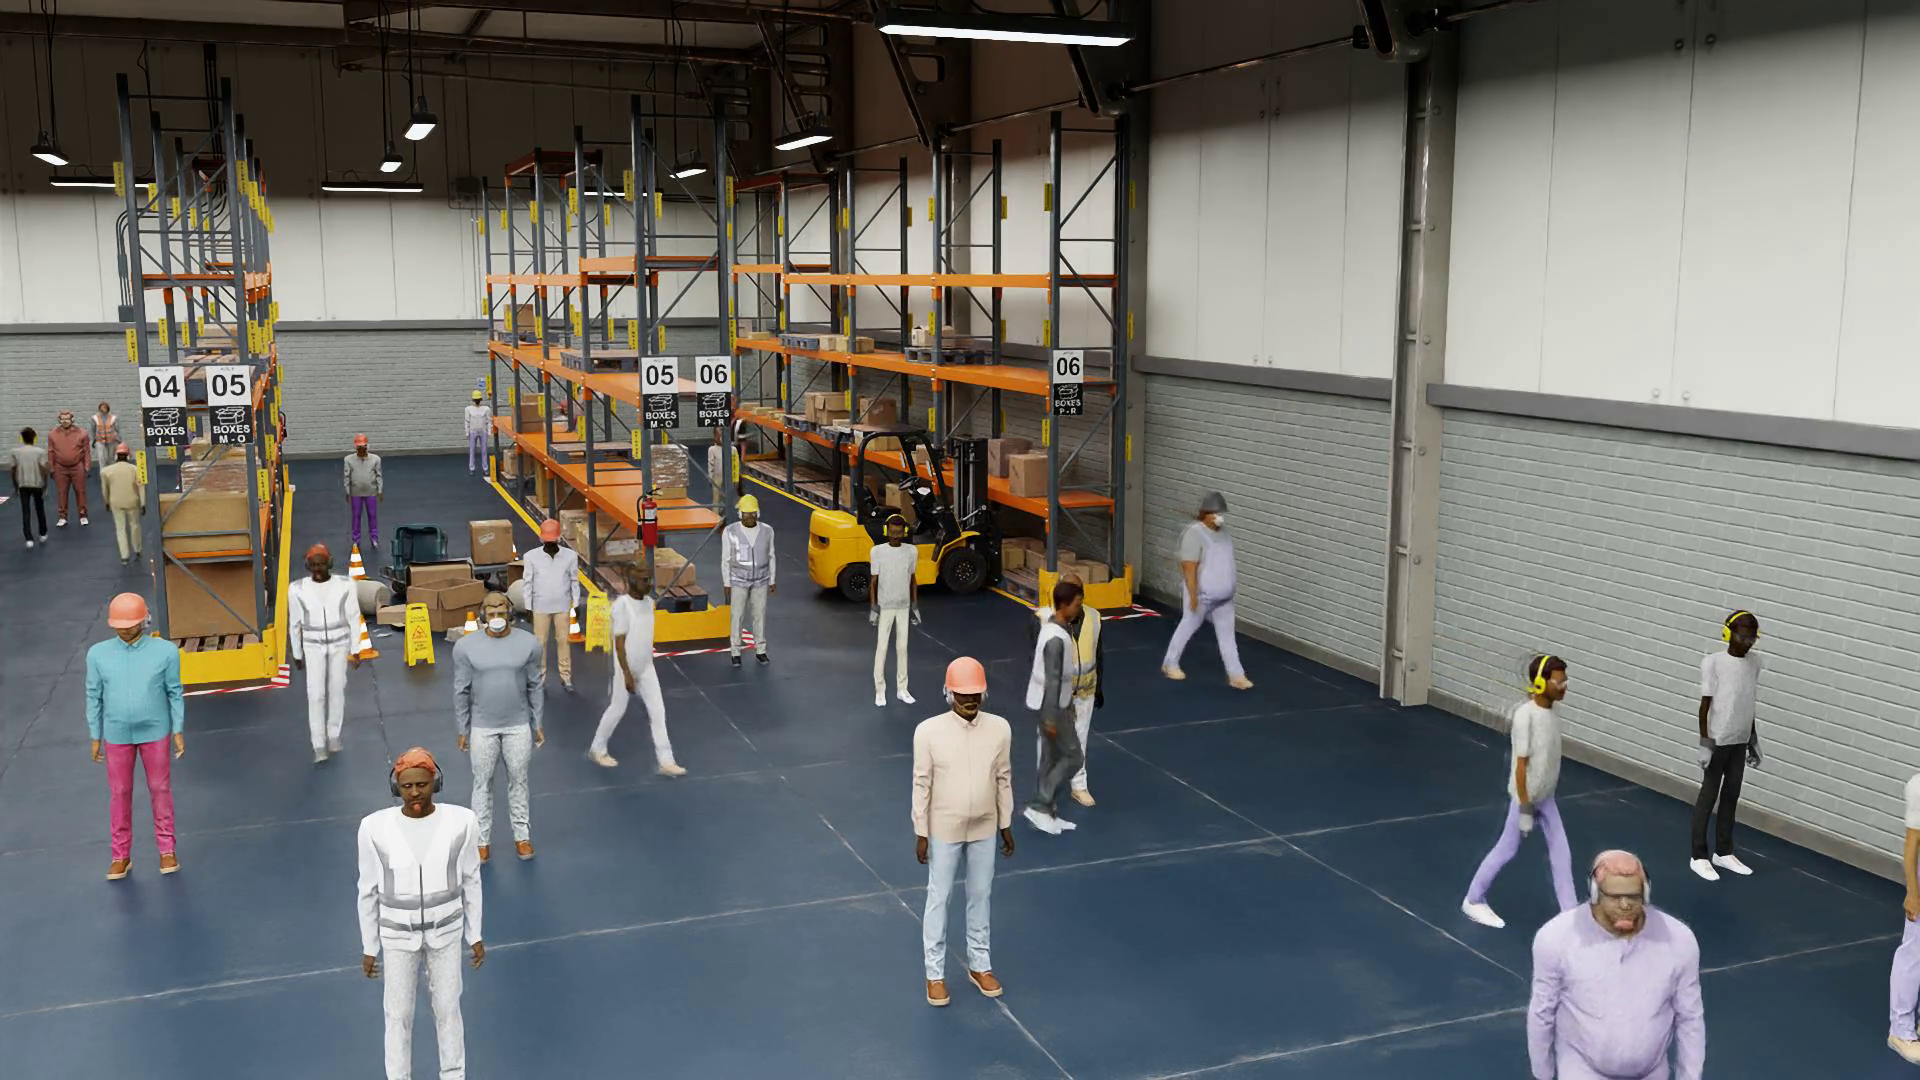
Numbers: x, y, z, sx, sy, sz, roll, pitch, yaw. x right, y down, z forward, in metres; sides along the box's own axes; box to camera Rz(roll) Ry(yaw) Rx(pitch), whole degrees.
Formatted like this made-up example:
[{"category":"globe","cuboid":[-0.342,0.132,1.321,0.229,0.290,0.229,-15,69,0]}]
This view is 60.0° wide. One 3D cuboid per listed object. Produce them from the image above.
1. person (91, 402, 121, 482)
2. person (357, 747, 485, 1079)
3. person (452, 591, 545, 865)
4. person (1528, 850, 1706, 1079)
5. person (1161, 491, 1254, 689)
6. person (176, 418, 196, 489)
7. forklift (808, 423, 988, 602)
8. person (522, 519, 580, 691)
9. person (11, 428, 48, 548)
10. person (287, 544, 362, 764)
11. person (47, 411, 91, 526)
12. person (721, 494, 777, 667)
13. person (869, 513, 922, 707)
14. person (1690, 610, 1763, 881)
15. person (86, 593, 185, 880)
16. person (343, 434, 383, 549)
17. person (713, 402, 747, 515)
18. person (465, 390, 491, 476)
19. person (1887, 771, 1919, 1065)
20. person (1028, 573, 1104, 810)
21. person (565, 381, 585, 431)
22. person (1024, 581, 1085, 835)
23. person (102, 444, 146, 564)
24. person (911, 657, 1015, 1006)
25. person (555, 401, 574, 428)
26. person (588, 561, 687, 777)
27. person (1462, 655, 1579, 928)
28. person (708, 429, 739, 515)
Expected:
[{"category":"person","cuboid":[-17.016,-1.933,33.151,0.543,1.596,0.836,-4,10,-24]},{"category":"person","cuboid":[-2.594,1.924,8.032,0.573,1.883,0.355,-3,10,-20]},{"category":"person","cuboid":[-3.235,1.310,11.718,0.627,1.941,0.371,-3,10,-20]},{"category":"person","cuboid":[2.654,2.131,6.800,0.644,1.869,0.951,1,9,4]},{"category":"person","cuboid":[2.475,0.455,16.786,0.697,2.000,1.029,-8,12,-41]},{"category":"person","cuboid":[-15.028,-1.800,32.248,0.498,1.634,0.279,-3,10,-20]},{"category":"forklift","cuboid":[-0.830,-0.399,21.676,2.313,2.155,1.214,-4,10,-21]},{"category":"person","cuboid":[-4.039,0.650,16.485,0.563,1.742,0.339,-3,10,-20]},{"category":"person","cuboid":[-14.213,-0.804,25.440,0.506,1.810,1.029,-4,10,-24]},{"category":"person","cuboid":[-5.395,0.969,14.179,0.575,1.844,0.913,-4,10,-22]},{"category":"person","cuboid":[-14.718,-1.181,27.496,0.639,1.911,0.406,-3,10,-20]},{"category":"person","cuboid":[-2.227,0.425,17.617,0.588,1.835,0.403,-3,10,-20]},{"category":"person","cuboid":[-0.622,0.666,16.016,0.521,1.865,0.328,-3,10,-20]},{"category":"person","cuboid":[5.289,1.396,11.418,0.521,1.865,0.328,-3,10,-20]},{"category":"person","cuboid":[-5.657,1.333,11.432,0.611,1.985,0.393,-3,10,-20]},{"category":"person","cuboid":[-9.024,-0.735,25.169,0.563,1.753,0.327,-3,10,-20]},{"category":"person","cuboid":[-3.994,-1.456,28.985,0.632,1.992,1.056,1,9,9]},{"category":"person","cuboid":[-9.977,-2.216,34.452,0.524,1.770,0.315,-3,10,-20]},{"category":"person","cuboid":[5.177,1.831,8.758,0.504,1.839,0.344,-3,10,-20]},{"category":"person","cuboid":[0.841,1.170,12.909,0.621,1.845,0.429,-3,10,-20]},{"category":"person","cuboid":[-8.739,-2.768,37.931,0.524,1.770,0.315,-3,10,-20]},{"category":"person","cuboid":[0.709,1.240,12.294,0.453,1.899,0.593,0,9,1]},{"category":"person","cuboid":[-12.110,-0.538,24.108,0.560,1.696,0.907,-5,10,-27]},{"category":"person","cuboid":[0.024,1.638,9.474,0.611,1.996,0.378,-3,10,-20]},{"category":"person","cuboid":[-7.556,-1.804,31.947,0.394,1.732,0.580,-9,12,-43]},{"category":"person","cuboid":[-2.733,1.055,13.780,0.945,1.808,0.516,6,11,33]},{"category":"person","cuboid":[3.569,1.598,10.294,0.540,1.825,1.004,-8,12,-40]},{"category":"person","cuboid":[-3.873,-0.999,27.211,0.498,1.634,0.279,-3,10,-20]}]
